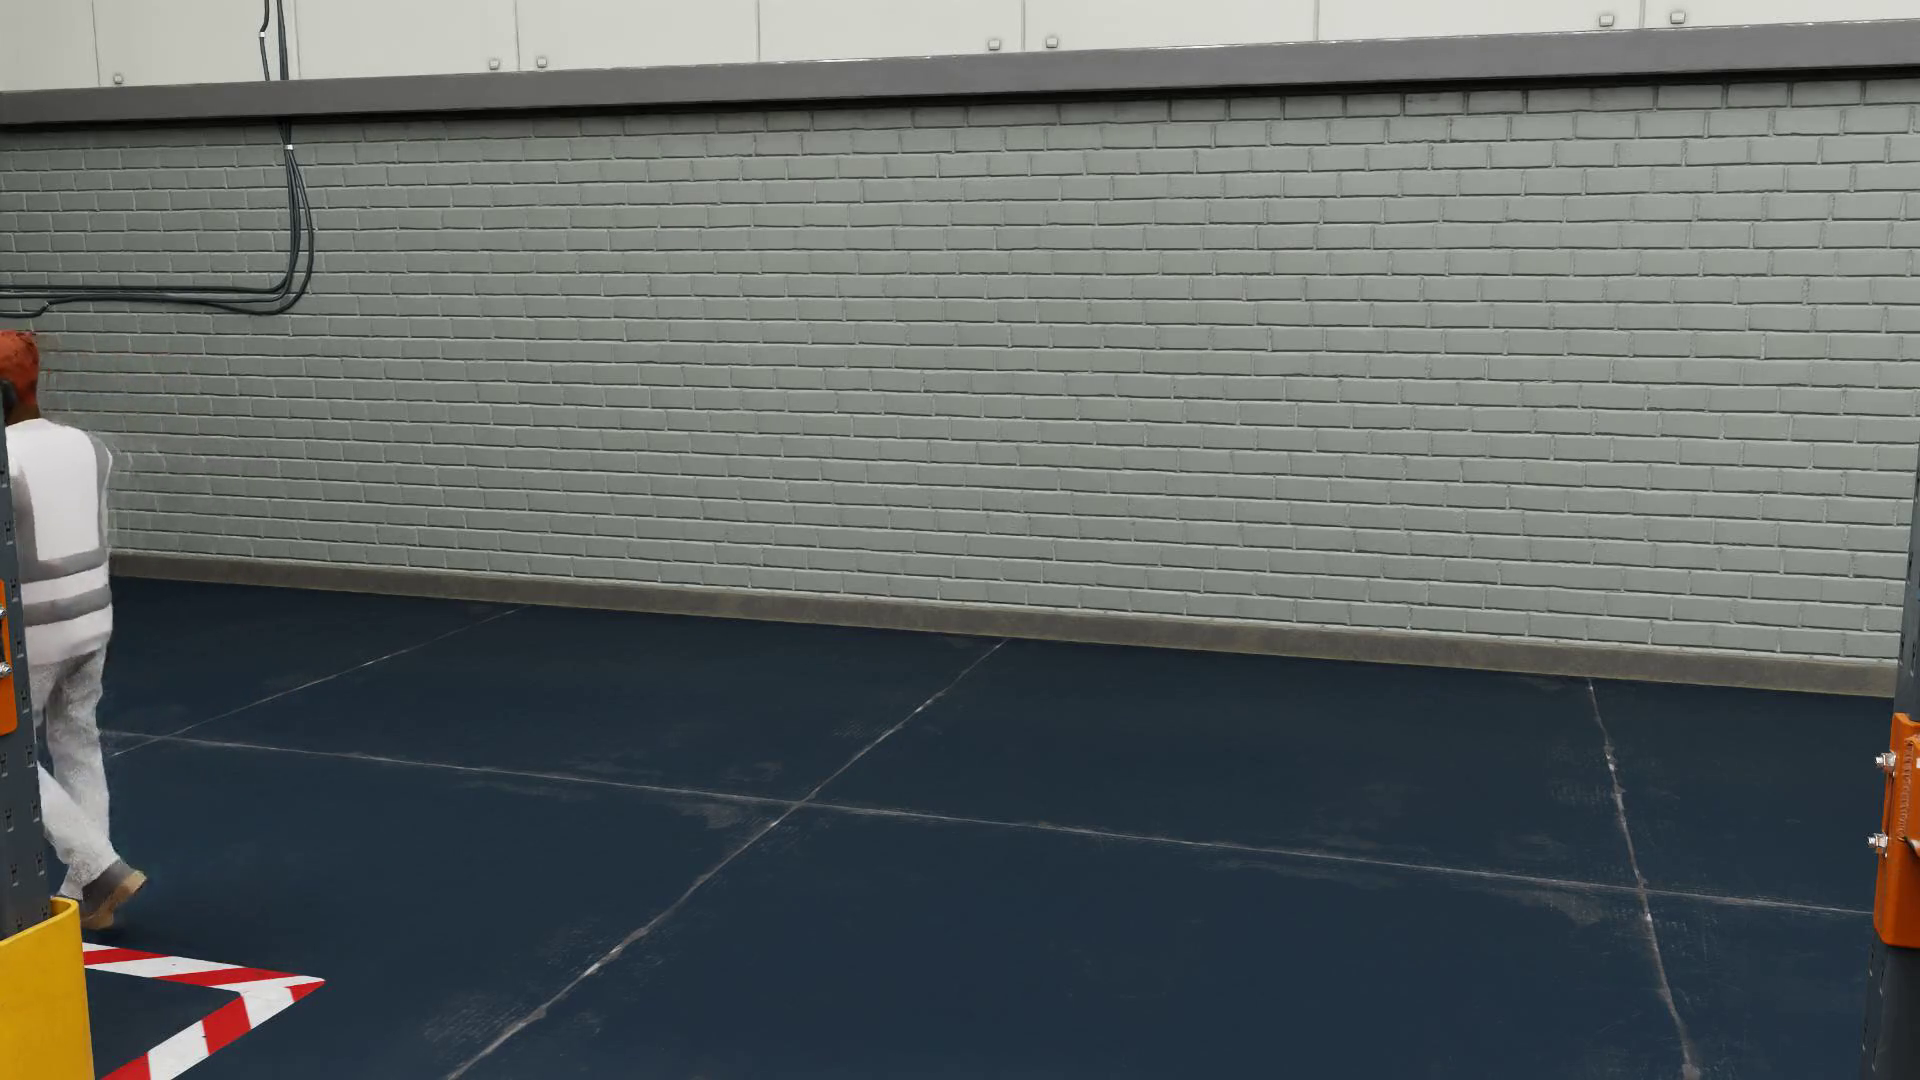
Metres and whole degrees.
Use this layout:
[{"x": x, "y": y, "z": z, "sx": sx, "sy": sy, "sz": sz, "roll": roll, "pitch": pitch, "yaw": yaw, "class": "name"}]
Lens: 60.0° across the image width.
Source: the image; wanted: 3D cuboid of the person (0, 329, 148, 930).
[{"x": -2.733, "y": 0.303, "z": 5.003, "sx": 0.439, "sy": 1.872, "sz": 0.589, "roll": 3, "pitch": 10, "yaw": 19, "class": "person"}]
